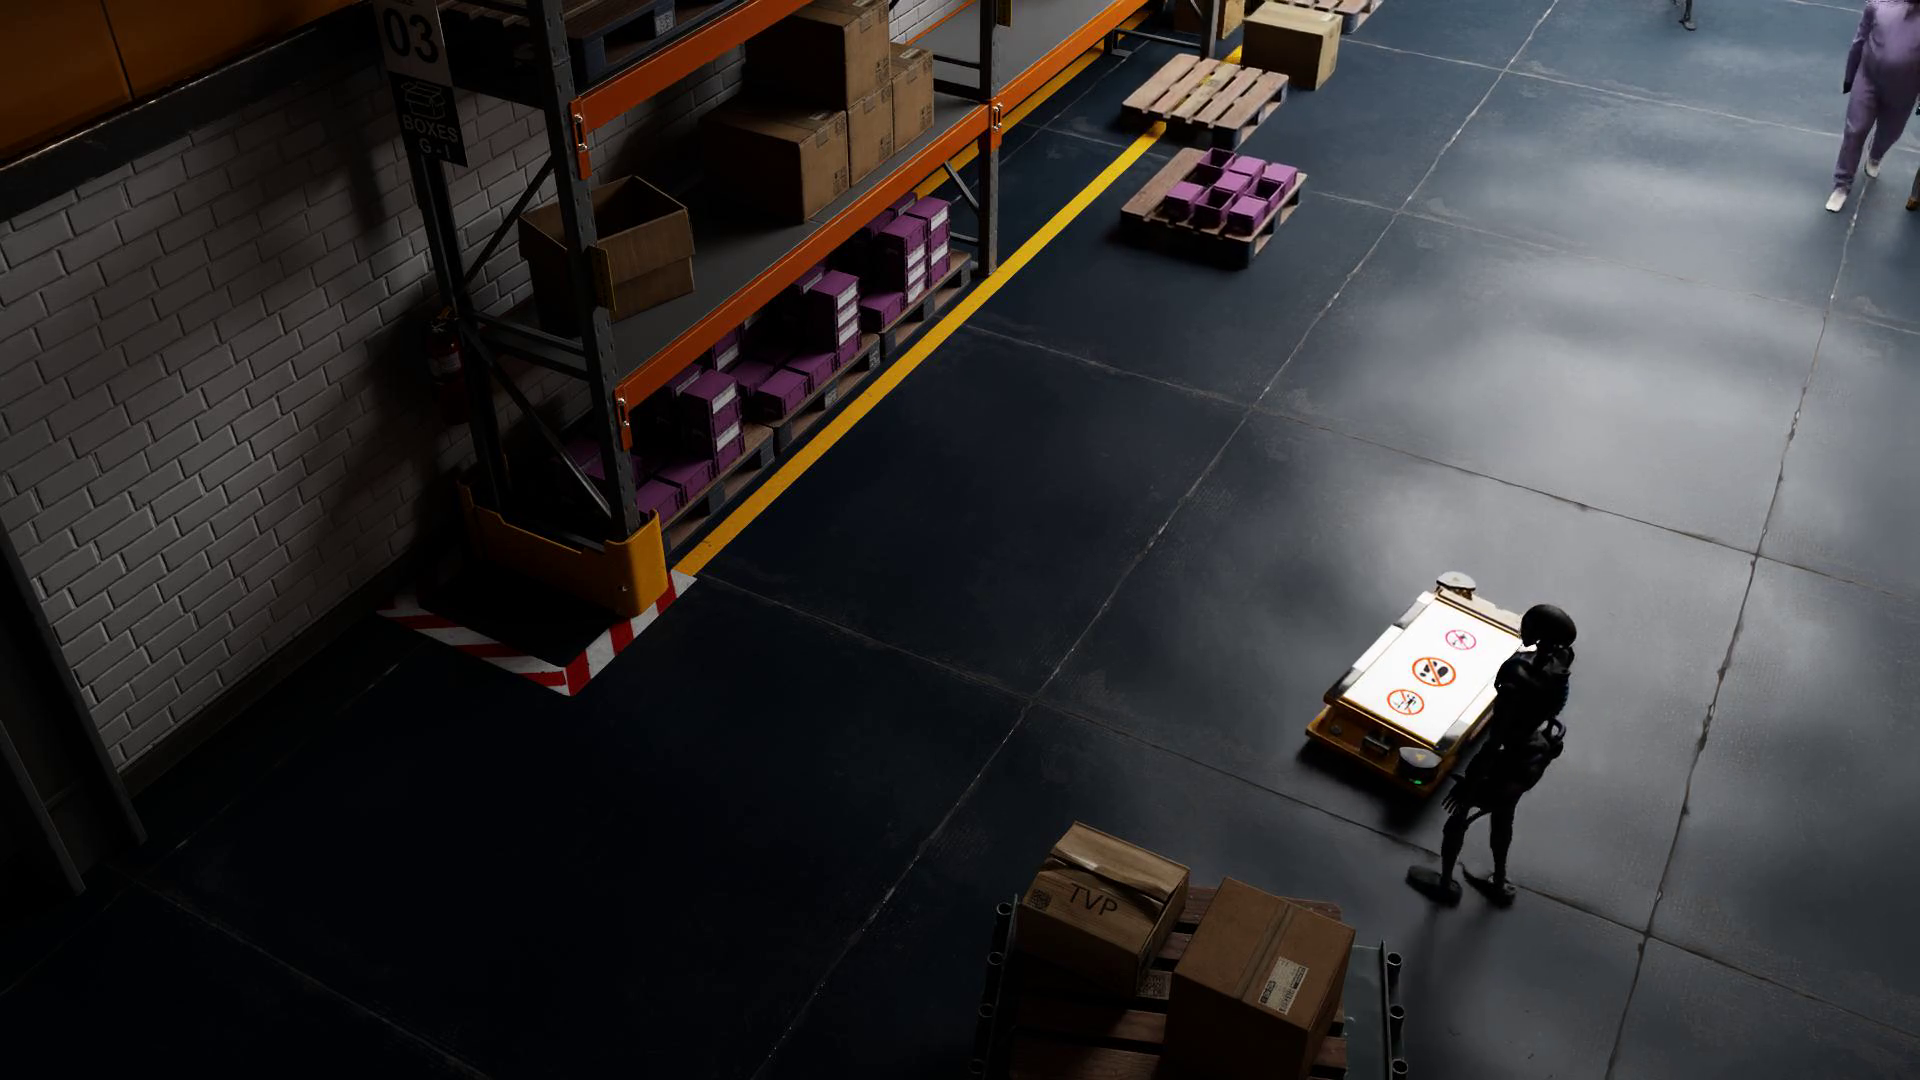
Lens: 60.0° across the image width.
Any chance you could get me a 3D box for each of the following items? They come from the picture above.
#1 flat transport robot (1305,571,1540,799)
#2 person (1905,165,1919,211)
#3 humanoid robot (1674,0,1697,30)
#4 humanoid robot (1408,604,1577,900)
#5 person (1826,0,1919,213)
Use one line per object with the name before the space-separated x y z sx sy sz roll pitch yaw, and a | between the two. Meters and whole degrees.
flat transport robot | 2.393 0.693 8.353 0.659 0.231 1.431 28 46 30
person | 7.321 -3.208 11.931 0.580 1.892 0.355 32 48 33
humanoid robot | 6.765 -5.530 15.062 0.609 1.650 0.777 -4 39 -4
humanoid robot | 2.277 0.890 6.978 0.583 1.650 0.419 -32 48 -33
person | 6.799 -3.381 12.165 0.648 1.868 0.793 20 43 24
